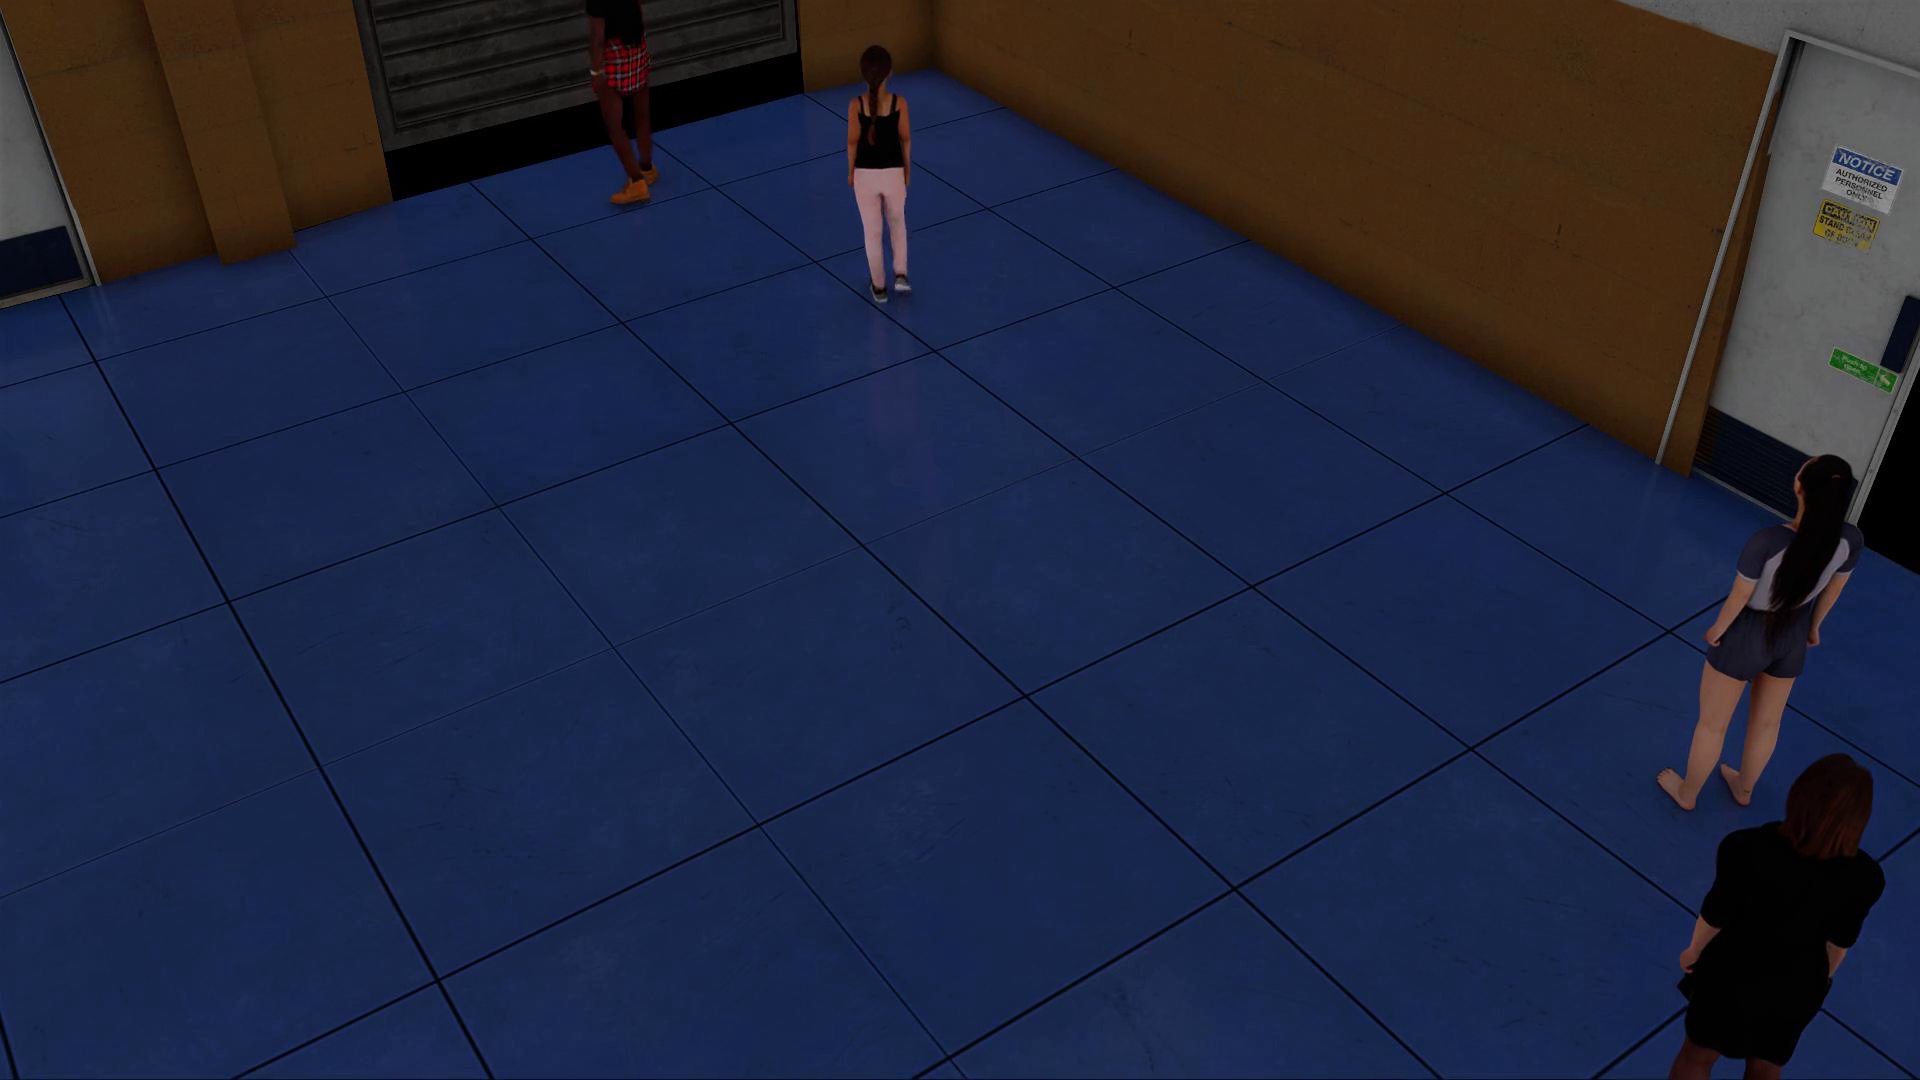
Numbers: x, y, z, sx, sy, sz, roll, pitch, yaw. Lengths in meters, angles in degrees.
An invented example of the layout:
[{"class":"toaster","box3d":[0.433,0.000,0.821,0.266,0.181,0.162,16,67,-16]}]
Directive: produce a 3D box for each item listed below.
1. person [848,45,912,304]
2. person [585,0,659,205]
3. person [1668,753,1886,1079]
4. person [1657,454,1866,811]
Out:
[{"class":"person","box3d":[-0.457,-2.057,9.591,0.636,1.557,0.681,-6,37,-8]},{"class":"person","box3d":[-2.162,-3.085,10.840,0.788,1.702,0.949,-31,47,-34]},{"class":"person","box3d":[2.392,1.304,4.976,0.660,1.705,0.688,11,38,15]},{"class":"person","box3d":[3.039,0.379,6.267,0.616,1.651,0.731,-4,37,-5]}]
